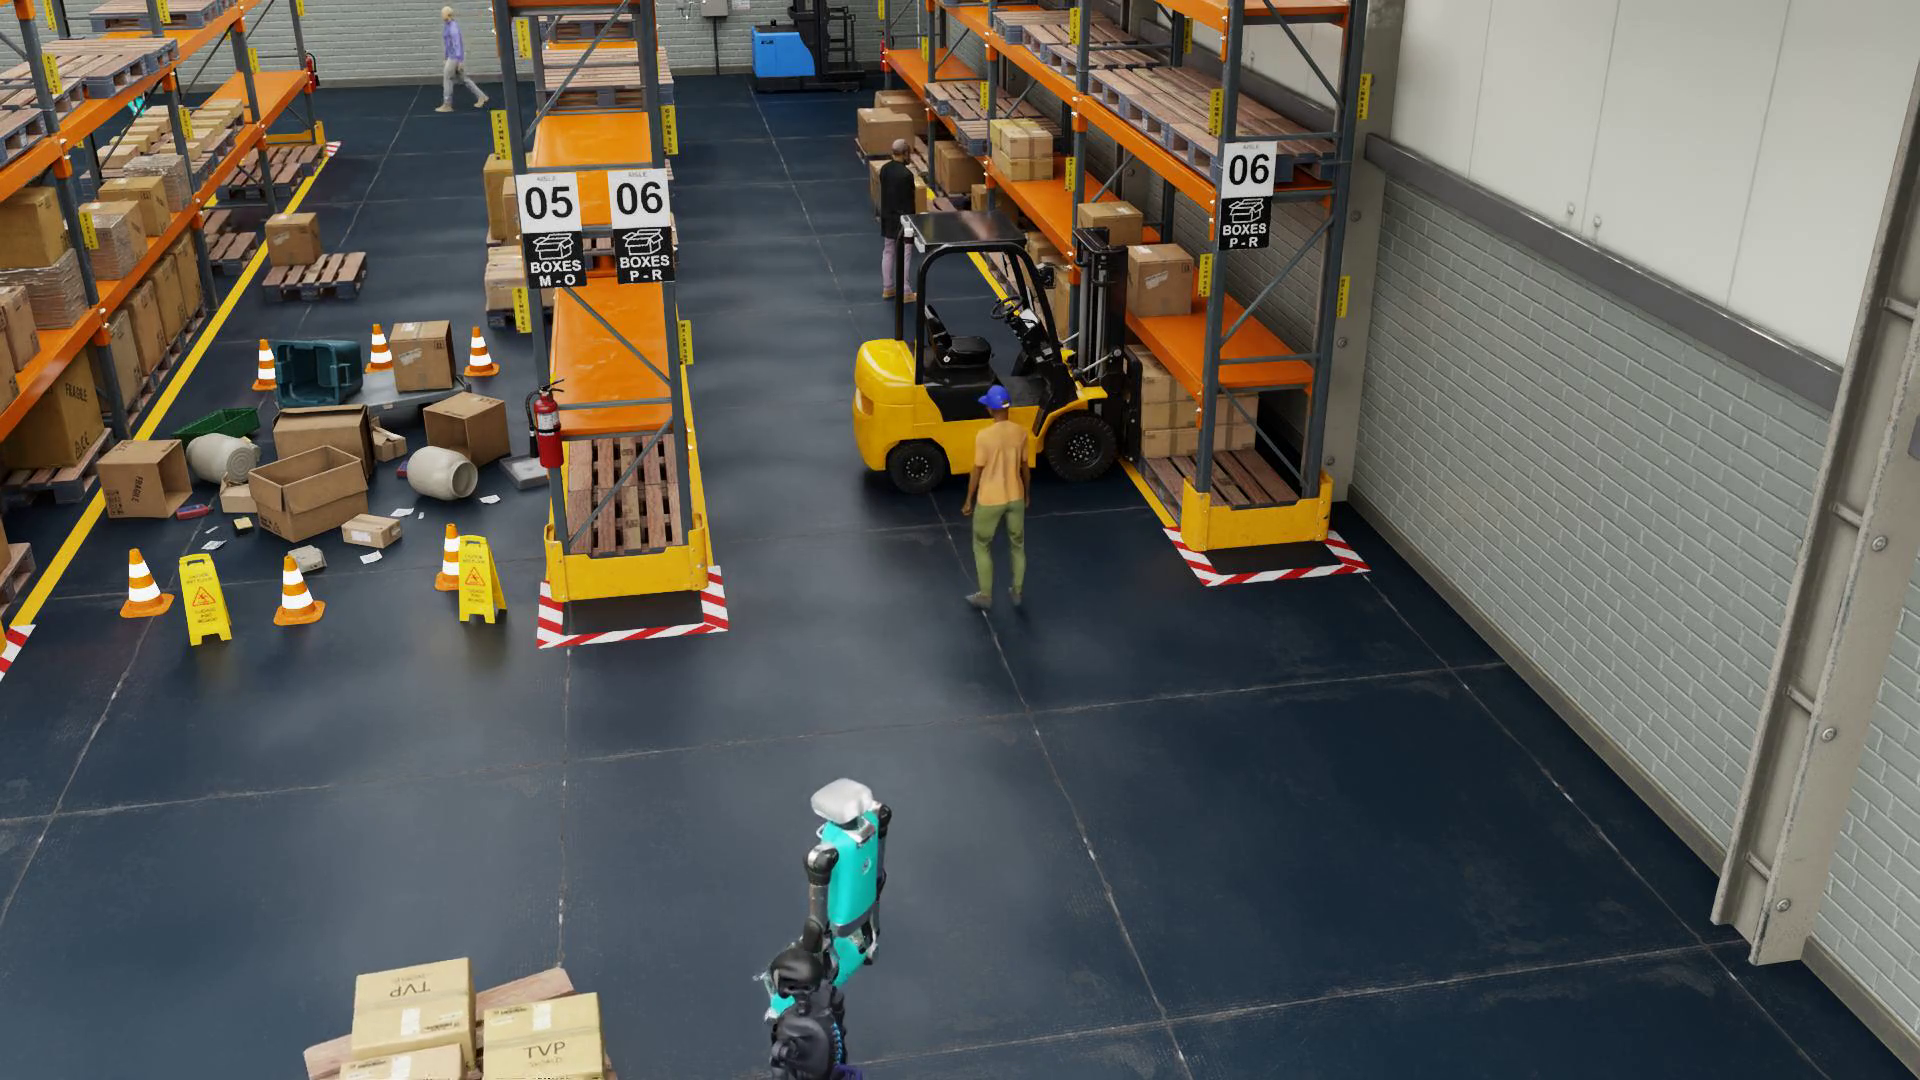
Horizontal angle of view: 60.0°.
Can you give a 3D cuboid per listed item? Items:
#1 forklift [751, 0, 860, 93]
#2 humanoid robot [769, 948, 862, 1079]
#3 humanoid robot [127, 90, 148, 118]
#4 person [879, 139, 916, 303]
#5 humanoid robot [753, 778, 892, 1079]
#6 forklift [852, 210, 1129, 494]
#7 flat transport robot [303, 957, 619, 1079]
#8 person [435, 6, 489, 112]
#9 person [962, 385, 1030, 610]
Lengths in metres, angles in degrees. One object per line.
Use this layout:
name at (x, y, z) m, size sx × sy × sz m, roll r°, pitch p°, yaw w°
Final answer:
forklift at (-2.872, -9.679, 30.288) m, size 1.873 × 2.768 × 1.129 m, roll -5°, pitch 26°, yaw -10°
humanoid robot at (-0.559, 2.338, 6.646) m, size 0.592 × 1.627 × 0.603 m, roll 11°, pitch 28°, yaw 21°
humanoid robot at (-12.864, -6.930, 25.946) m, size 0.535 × 1.775 × 1.045 m, roll -21°, pitch 33°, yaw -37°
person at (-0.693, -3.605, 18.818) m, size 0.402 × 1.850 × 0.525 m, roll -22°, pitch 33°, yaw -38°
humanoid robot at (-0.670, 1.883, 7.637) m, size 0.677 × 1.893 × 0.556 m, roll 15°, pitch 30°, yaw 29°
forklift at (0.216, -1.659, 14.366) m, size 2.313 × 2.155 × 1.214 m, roll -5°, pitch 26°, yaw -10°
flat transport robot at (-2.203, 2.674, 7.560) m, size 0.659 × 0.231 × 1.431 m, roll -13°, pitch 29°, yaw -25°
person at (-8.681, -8.313, 28.717) m, size 0.878 × 1.765 × 0.590 m, roll -8°, pitch 27°, yaw -17°
person at (0.249, -0.299, 12.089) m, size 0.537 × 1.706 × 0.425 m, roll -15°, pitch 29°, yaw -28°
